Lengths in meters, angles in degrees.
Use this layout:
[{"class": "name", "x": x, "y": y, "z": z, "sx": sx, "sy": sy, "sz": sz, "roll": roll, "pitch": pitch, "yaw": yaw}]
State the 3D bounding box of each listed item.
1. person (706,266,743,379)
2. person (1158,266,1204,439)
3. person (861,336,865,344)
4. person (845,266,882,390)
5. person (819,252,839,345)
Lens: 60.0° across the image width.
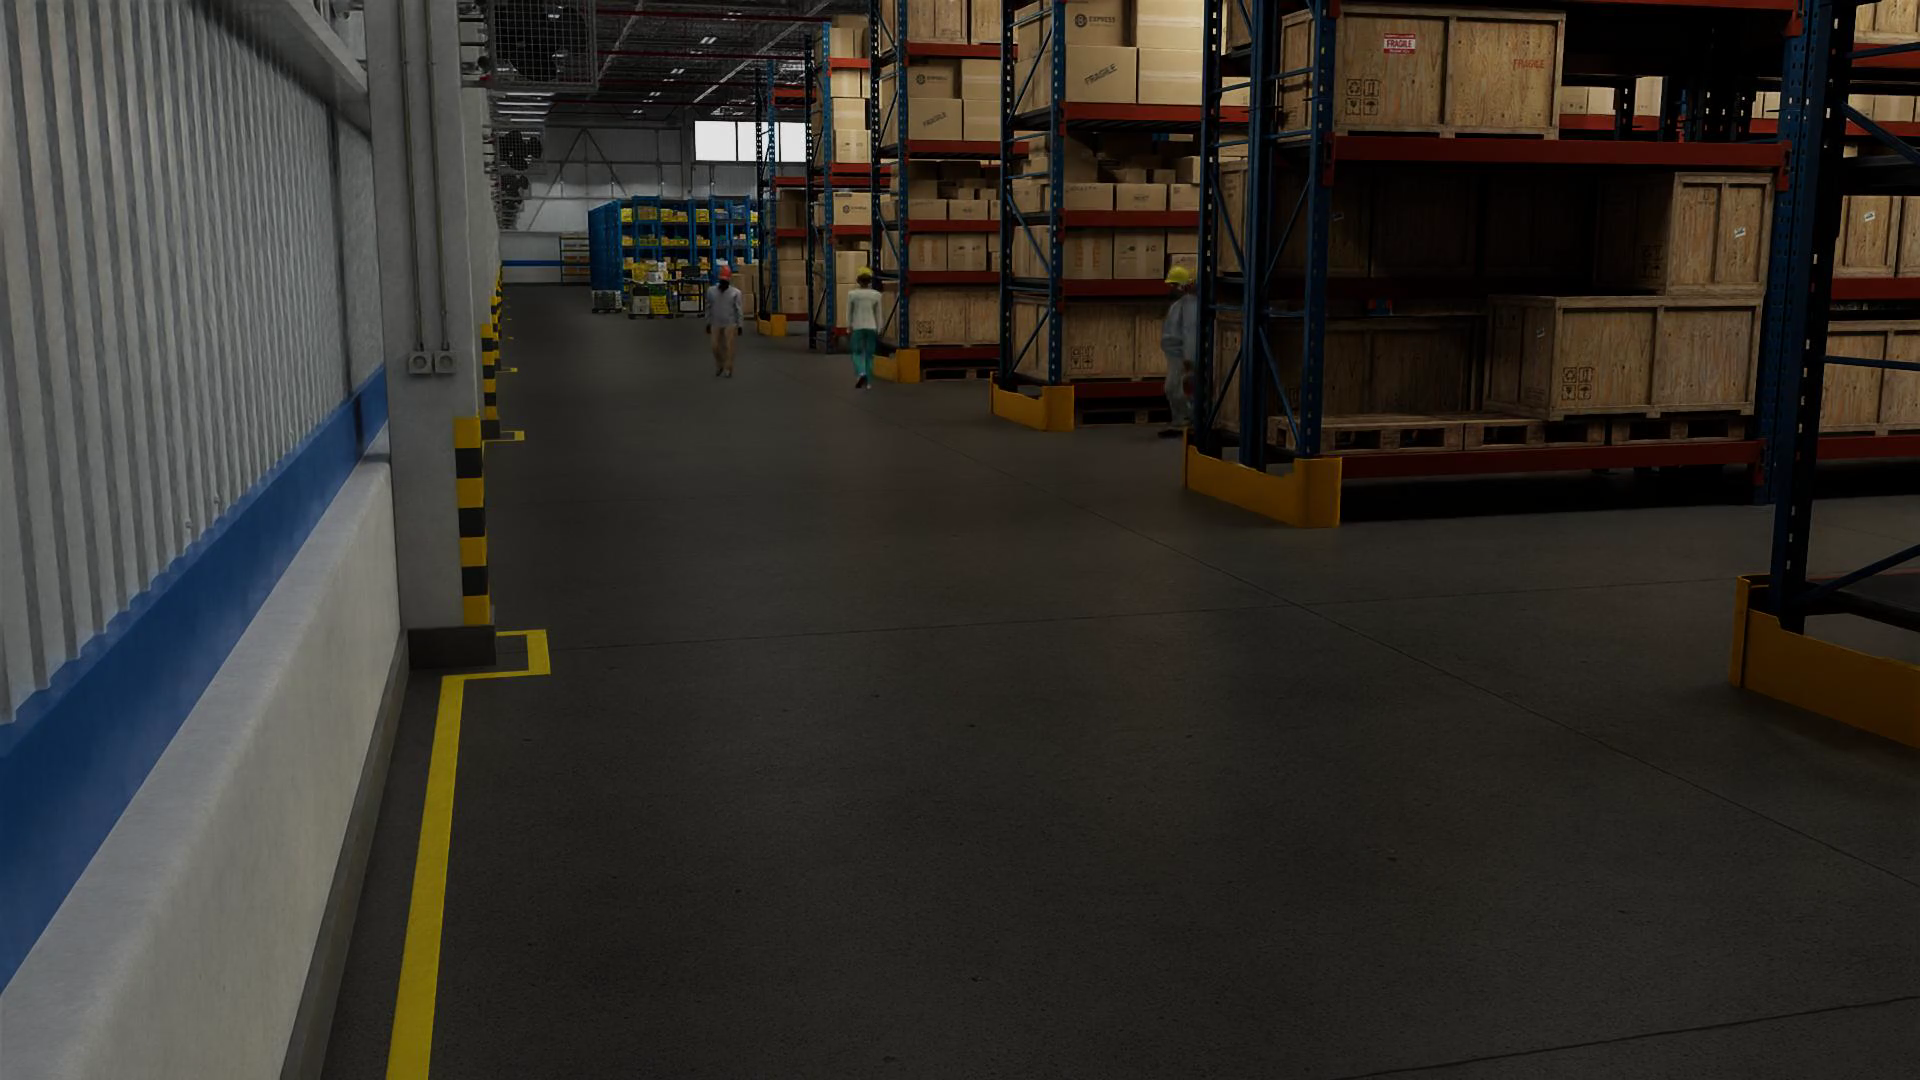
[{"class": "person", "x": -3.604, "y": -3.315, "z": 25.409, "sx": 0.579, "sy": 1.722, "sz": 0.476, "roll": 1, "pitch": 10, "yaw": 6}, {"class": "person", "x": 2.286, "y": -1.951, "z": 17.426, "sx": 0.423, "sy": 1.813, "sz": 0.612, "roll": -1, "pitch": 10, "yaw": -7}, {"class": "person", "x": -1.892, "y": -4.828, "z": 34.053, "sx": 0.790, "sy": 1.699, "sz": 0.489, "roll": -1, "pitch": 10, "yaw": -3}, {"class": "person", "x": -1.351, "y": -2.961, "z": 23.355, "sx": 0.527, "sy": 1.757, "sz": 0.386, "roll": -2, "pitch": 10, "yaw": -14}, {"class": "person", "x": -2.731, "y": -4.929, "z": 33.967, "sx": 0.645, "sy": 1.922, "sz": 0.639, "roll": -6, "pitch": 12, "yaw": -32}]
